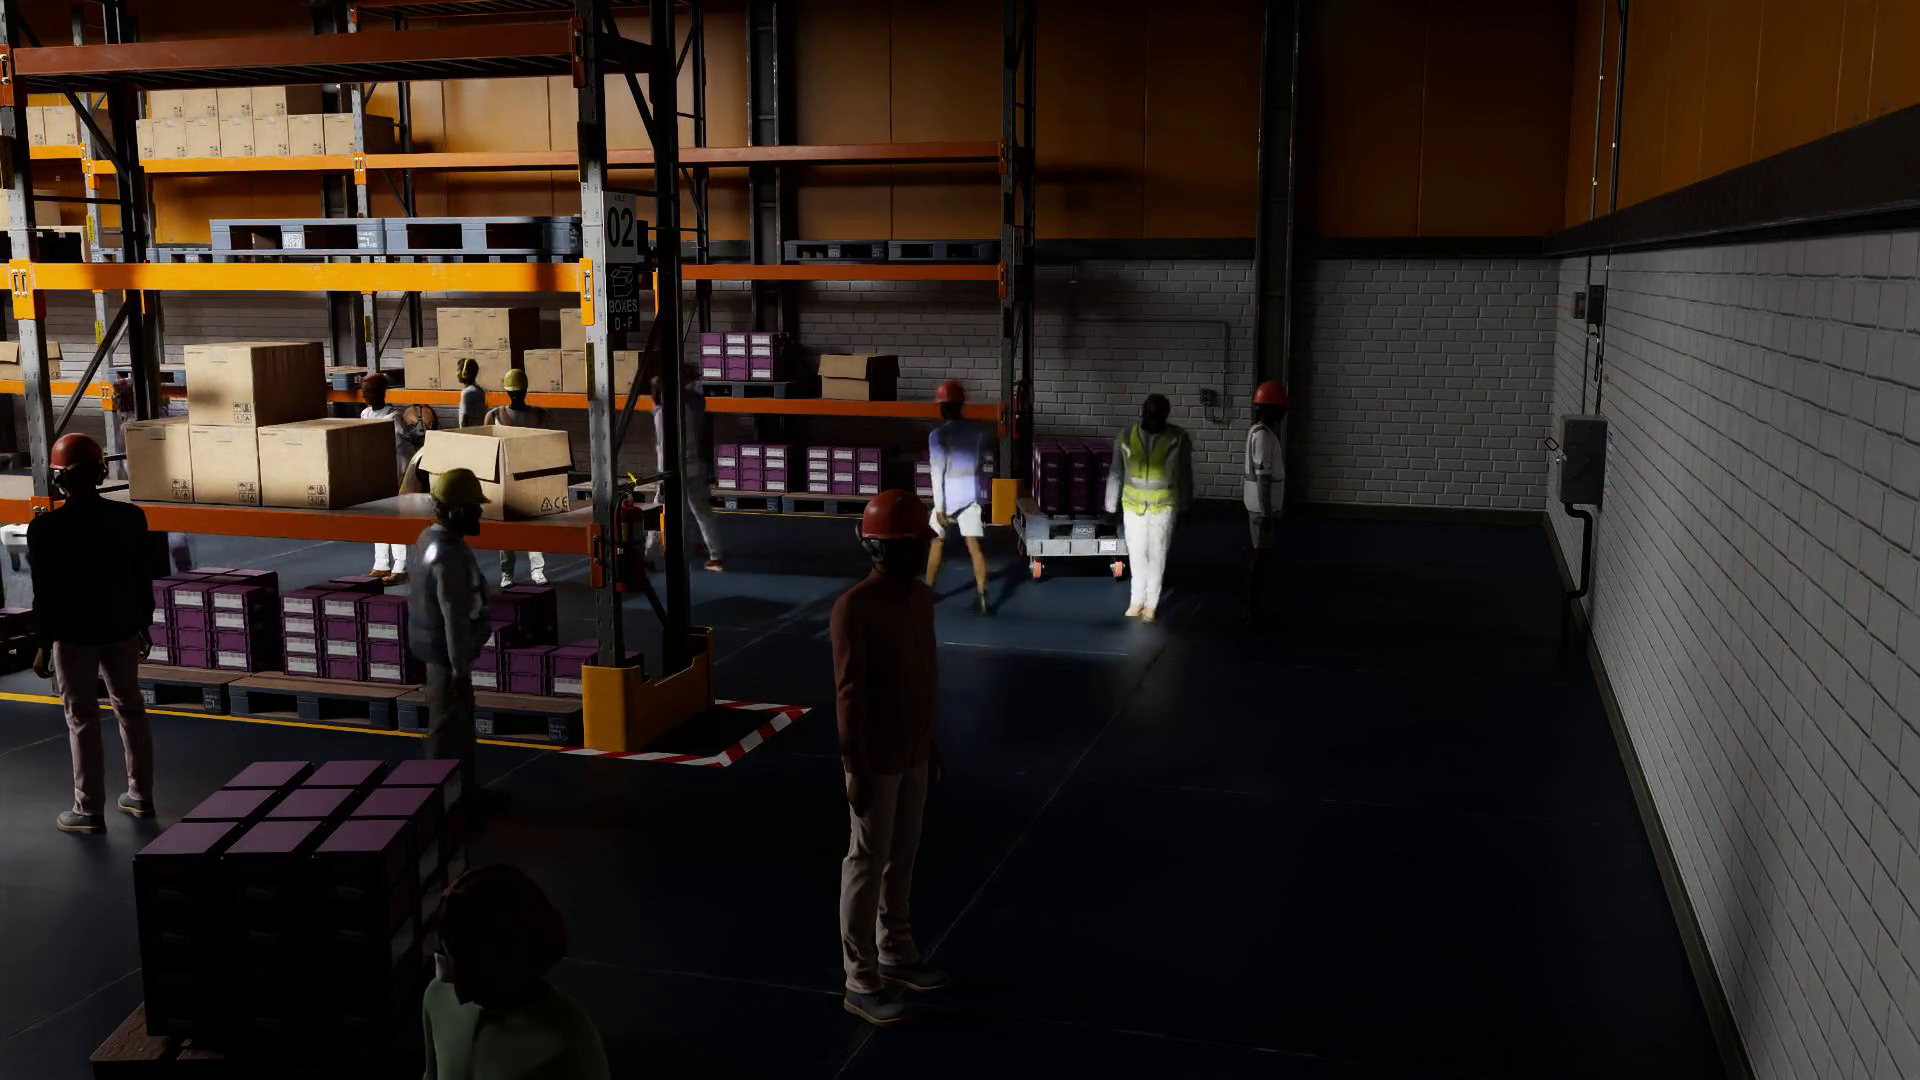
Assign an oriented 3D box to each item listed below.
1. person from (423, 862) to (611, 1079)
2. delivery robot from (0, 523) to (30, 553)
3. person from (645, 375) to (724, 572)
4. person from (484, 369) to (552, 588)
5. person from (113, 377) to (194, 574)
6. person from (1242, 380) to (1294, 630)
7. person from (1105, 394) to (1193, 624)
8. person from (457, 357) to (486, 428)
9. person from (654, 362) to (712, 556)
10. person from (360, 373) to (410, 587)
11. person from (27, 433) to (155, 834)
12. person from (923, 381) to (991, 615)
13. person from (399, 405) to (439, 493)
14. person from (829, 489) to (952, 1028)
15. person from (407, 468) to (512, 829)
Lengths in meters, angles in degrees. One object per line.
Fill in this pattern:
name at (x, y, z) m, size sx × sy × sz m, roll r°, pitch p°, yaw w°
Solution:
person at (-0.916, 1.443, 3.422) m, size 0.501 × 1.631 × 0.286 m, roll 6°, pitch 11°, yaw 32°
delivery robot at (-8.496, -0.039, 15.450) m, size 0.707 × 0.478 × 0.477 m, roll 0°, pitch 9°, yaw -3°
person at (-2.643, -0.608, 15.306) m, size 0.974 × 1.820 × 0.682 m, roll 3°, pitch 10°, yaw 20°
person at (-3.859, -0.542, 14.628) m, size 0.595 × 1.925 × 0.373 m, roll -4°, pitch 10°, yaw -24°
person at (-7.136, -0.470, 14.371) m, size 0.939 × 1.857 × 0.672 m, roll -1°, pitch 9°, yaw -5°
person at (2.396, -0.274, 12.961) m, size 0.362 × 1.935 × 0.553 m, roll 1°, pitch 9°, yaw 7°
person at (1.473, -0.239, 13.138) m, size 0.684 × 1.804 × 0.738 m, roll 3°, pitch 10°, yaw 18°
person at (-5.263, -1.070, 18.121) m, size 0.864 × 1.841 × 0.527 m, roll 0°, pitch 9°, yaw 3°
person at (-2.631, -0.757, 15.991) m, size 0.698 × 1.909 × 0.704 m, roll 7°, pitch 12°, yaw 36°
person at (-5.108, -0.533, 14.699) m, size 0.586 × 1.883 × 0.341 m, roll 7°, pitch 12°, yaw 37°
person at (-4.329, 0.460, 8.309) m, size 0.382 × 1.993 × 0.622 m, roll 6°, pitch 11°, yaw 31°
person at (-0.053, -0.353, 13.615) m, size 0.555 × 1.890 × 0.960 m, roll -5°, pitch 11°, yaw -28°
person at (-3.794, -0.046, 11.897) m, size 0.429 × 1.837 × 0.628 m, roll -3°, pitch 10°, yaw -17°
person at (-0.249, 0.796, 6.262) m, size 0.379 × 1.996 × 0.611 m, roll 5°, pitch 11°, yaw 28°
person at (-2.486, 0.549, 8.383) m, size 0.582 × 1.812 × 0.615 m, roll -4°, pitch 10°, yaw -25°
